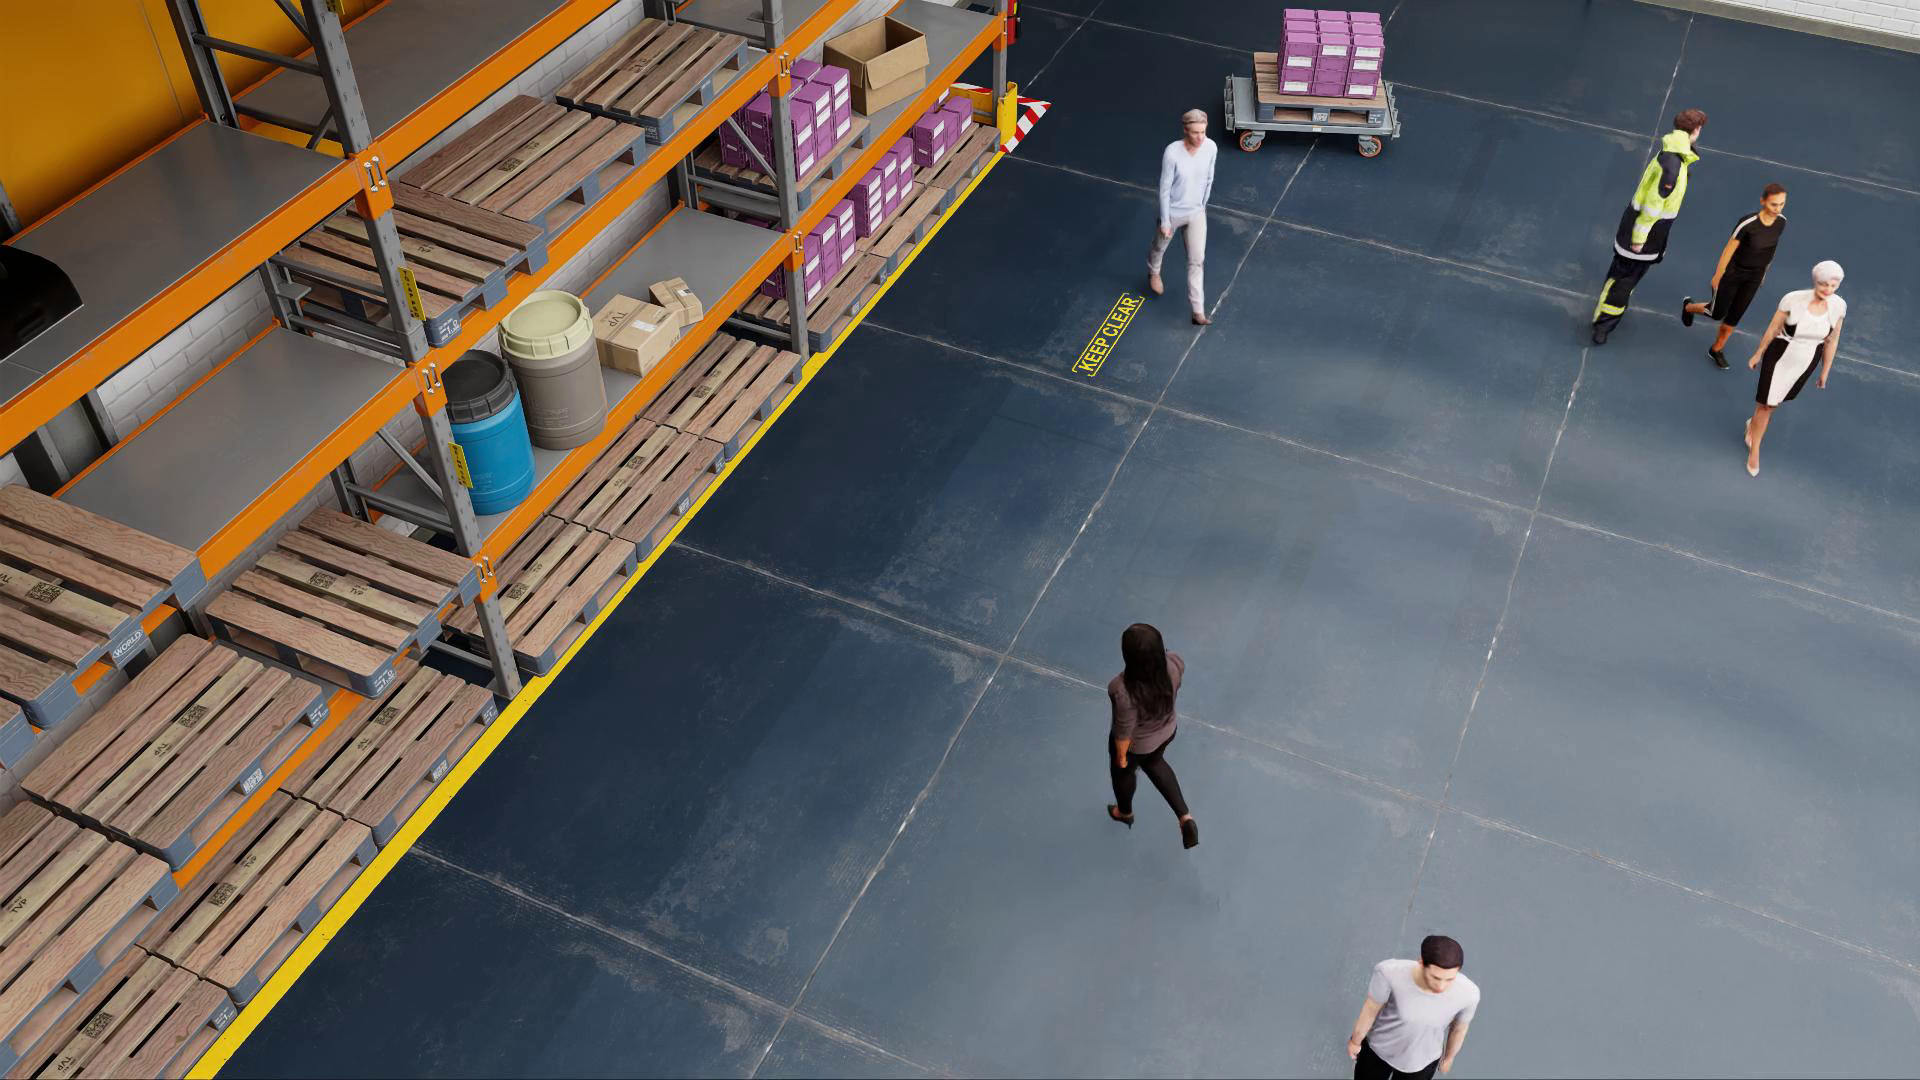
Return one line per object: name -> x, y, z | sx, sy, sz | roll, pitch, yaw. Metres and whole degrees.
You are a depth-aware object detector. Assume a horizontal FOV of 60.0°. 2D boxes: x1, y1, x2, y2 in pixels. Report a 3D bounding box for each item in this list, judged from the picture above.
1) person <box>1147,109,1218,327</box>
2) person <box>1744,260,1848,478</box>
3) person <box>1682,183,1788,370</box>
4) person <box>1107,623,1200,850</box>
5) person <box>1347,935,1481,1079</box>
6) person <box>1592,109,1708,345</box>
person -> 1.782, -2.736, 13.750 | 1.187, 1.832, 1.312 | -11, 45, -11
person -> 6.166, -1.378, 12.397 | 0.808, 1.733, 0.965 | 6, 44, 6
person -> 6.186, -2.163, 13.276 | 0.858, 1.655, 0.947 | -10, 45, -10
person -> 1.128, 1.198, 9.632 | 0.991, 1.816, 0.974 | -25, 49, -24
person -> 2.208, 2.455, 8.292 | 0.757, 1.846, 0.985 | 12, 45, 12
person -> 5.496, -2.516, 13.436 | 0.966, 1.946, 0.583 | 30, 51, 28
